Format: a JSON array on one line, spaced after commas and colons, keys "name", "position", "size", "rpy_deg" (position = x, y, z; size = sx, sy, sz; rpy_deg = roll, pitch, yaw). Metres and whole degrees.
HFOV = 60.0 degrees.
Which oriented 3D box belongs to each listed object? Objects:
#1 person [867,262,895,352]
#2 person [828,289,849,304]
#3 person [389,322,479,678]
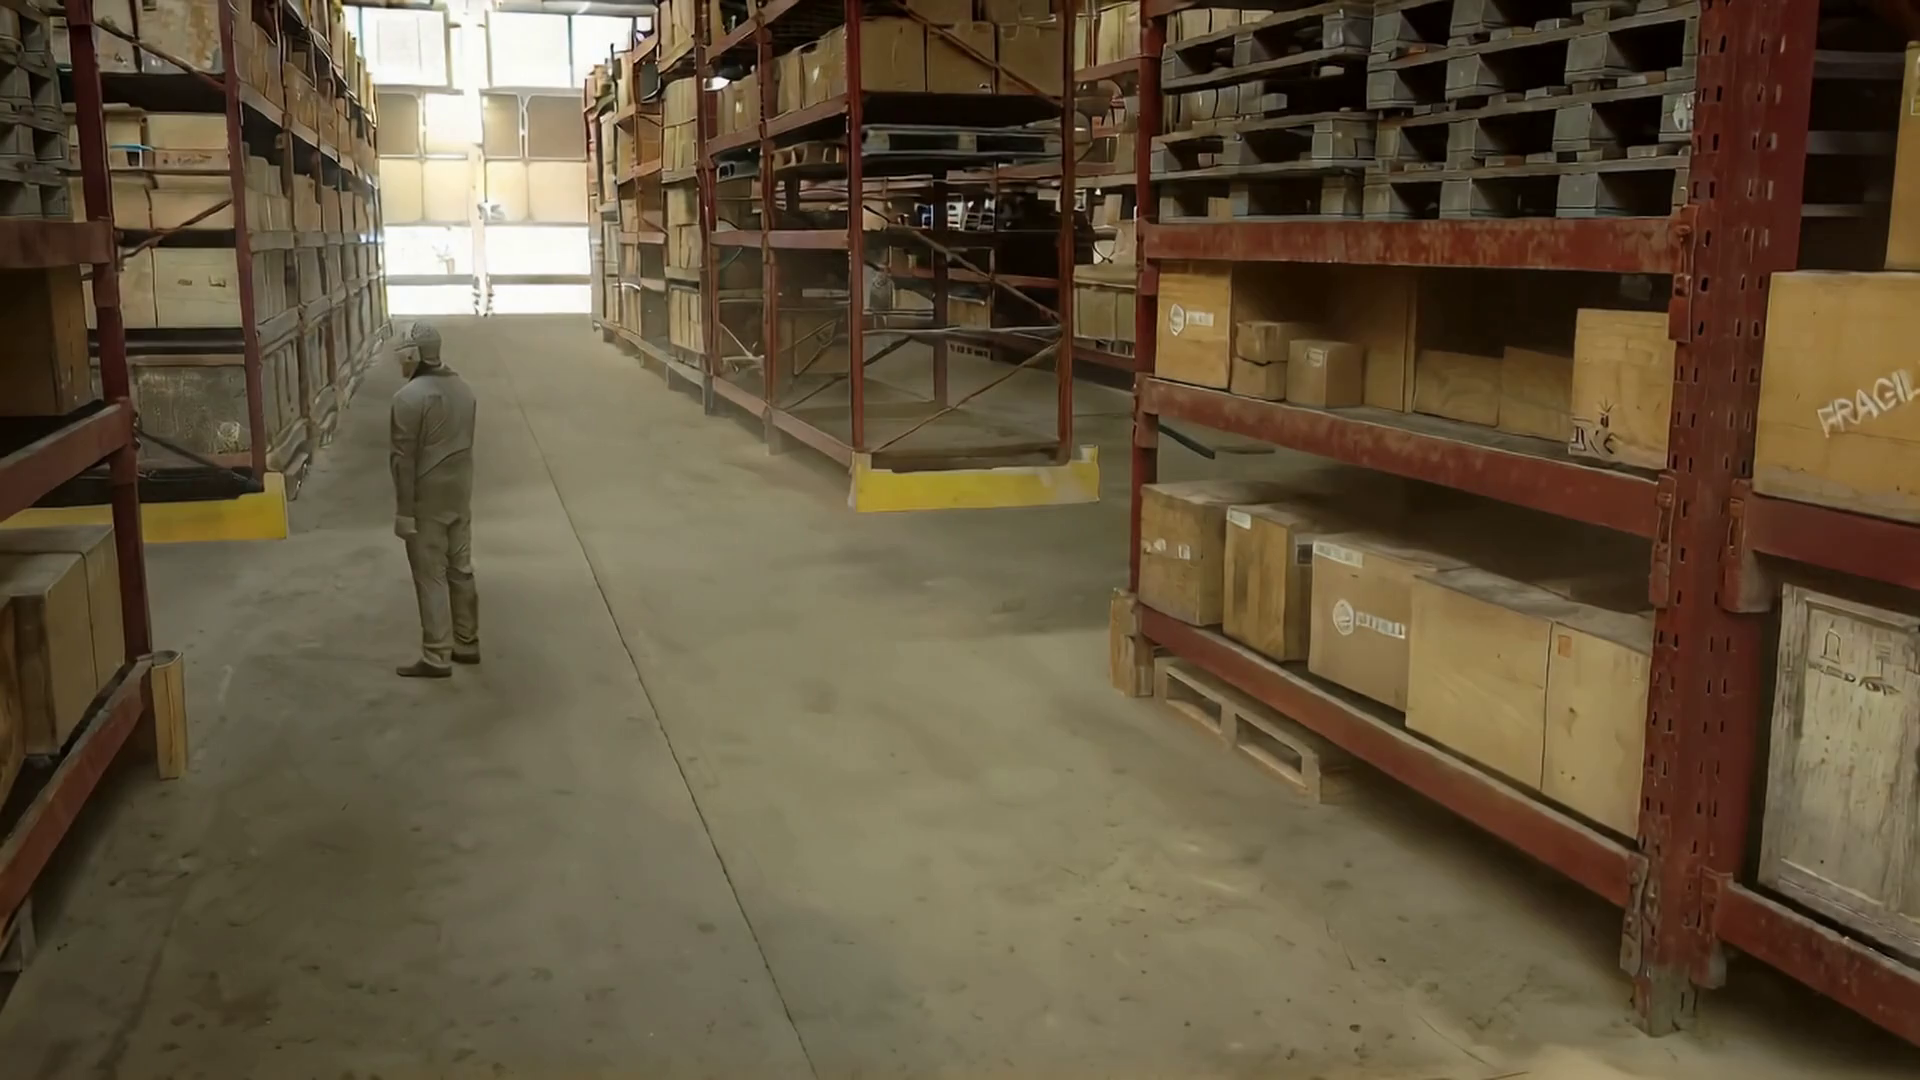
[{"name": "person", "position": [-1.628, -4.770, 34.083], "size": [0.590, 1.837, 0.403], "rpy_deg": [2, 11, 10]}, {"name": "person", "position": [-2.609, -5.342, 36.826], "size": [0.641, 1.974, 0.446], "rpy_deg": [-4, 11, -21]}, {"name": "person", "position": [-2.849, -0.214, 8.951], "size": [0.399, 1.900, 0.645], "rpy_deg": [2, 11, 12]}]
